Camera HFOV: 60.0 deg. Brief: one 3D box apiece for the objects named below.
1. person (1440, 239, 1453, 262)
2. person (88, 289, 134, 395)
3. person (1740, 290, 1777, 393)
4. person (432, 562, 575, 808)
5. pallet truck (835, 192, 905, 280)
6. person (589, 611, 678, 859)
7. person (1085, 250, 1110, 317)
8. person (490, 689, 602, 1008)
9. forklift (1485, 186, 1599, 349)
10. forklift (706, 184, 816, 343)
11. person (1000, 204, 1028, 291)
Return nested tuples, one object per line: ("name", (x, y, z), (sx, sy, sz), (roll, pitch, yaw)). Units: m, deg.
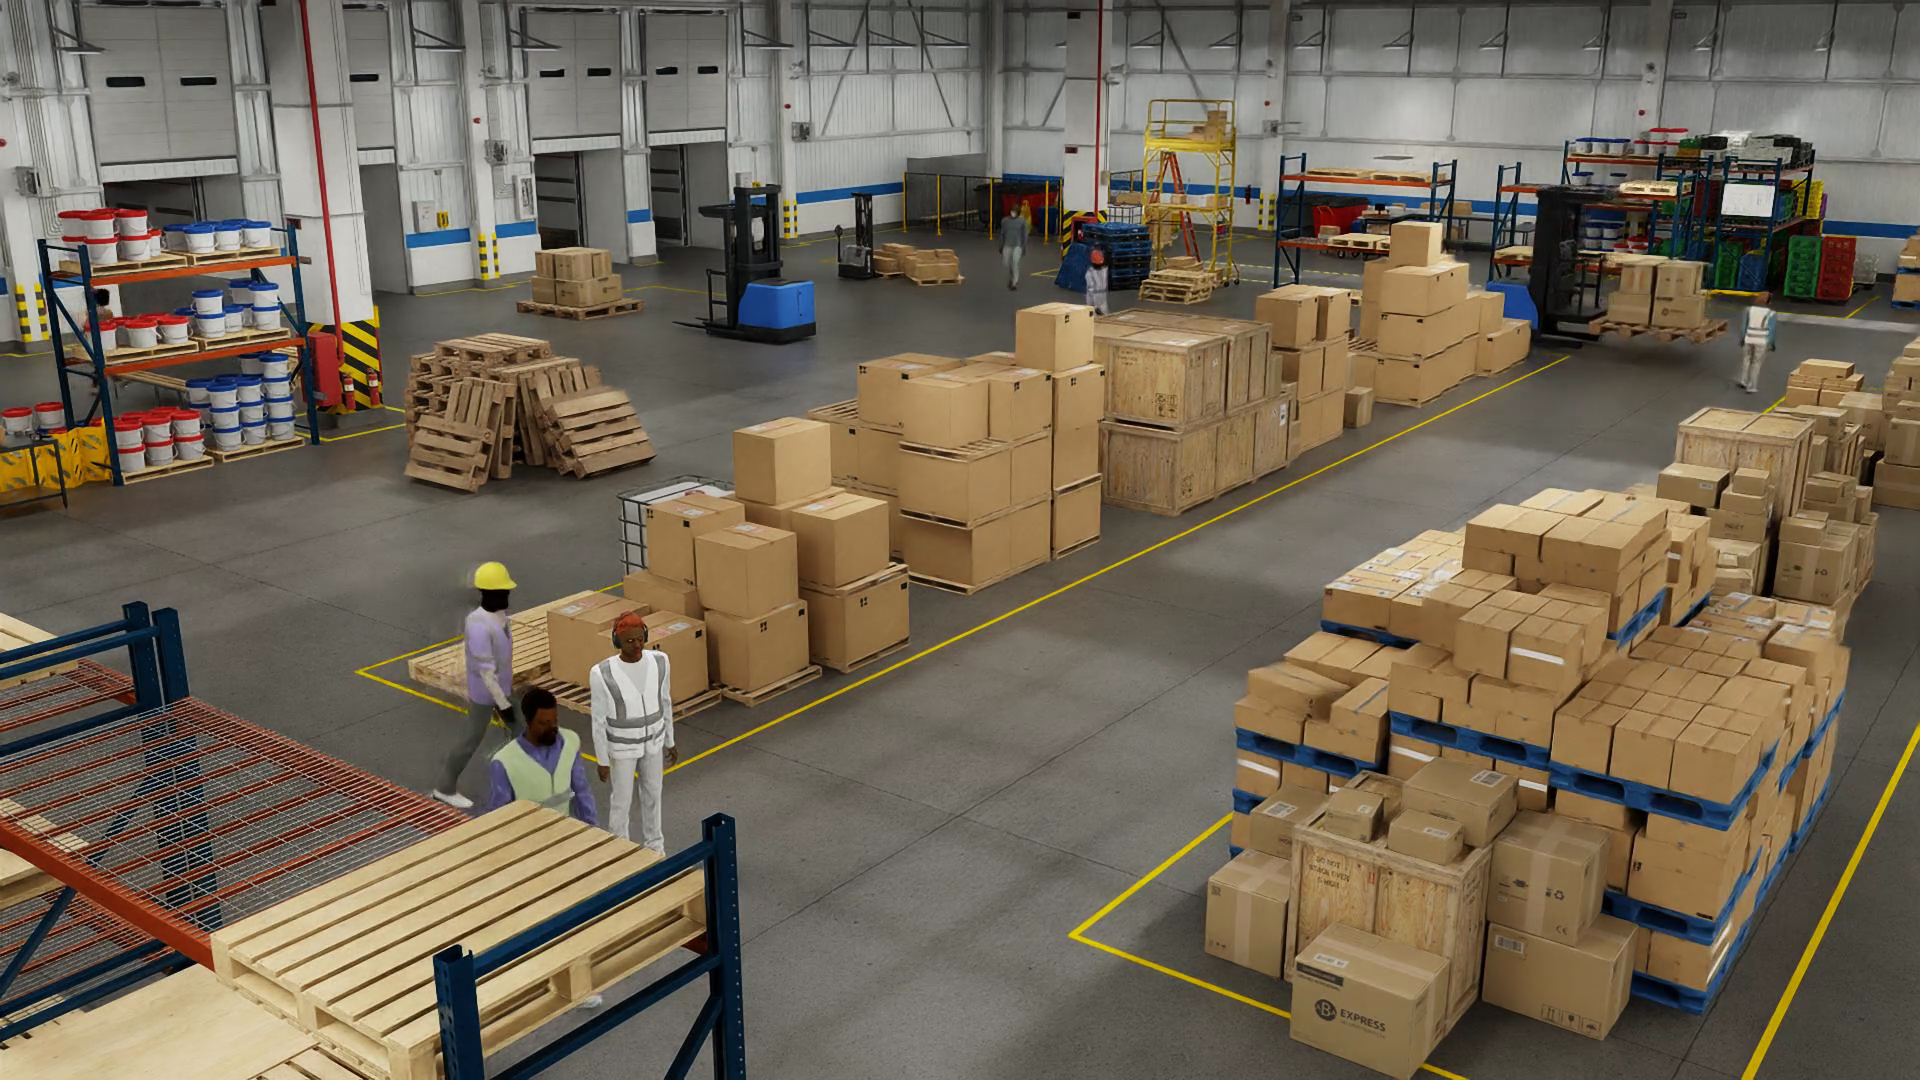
("person", (8.812, -4.614, 30.741), (1.028, 1.879, 0.631), (6, 18, 19))
("person", (-13.476, -3.142, 26.279), (0.542, 1.636, 0.875), (10, 20, 30))
("person", (12.604, -3.121, 26.234), (0.405, 1.624, 0.550), (-11, 20, -32))
("person", (-3.384, 1.056, 12.000), (1.040, 1.876, 0.587), (1, 17, 4))
("pallet truck", (-1.936, -7.159, 38.982), (1.885, 1.965, 0.823), (-12, 21, -34))
("person", (-2.128, 1.372, 10.930), (0.584, 1.882, 0.348), (-13, 21, -38))
("person", (2.472, -4.207, 29.431), (0.607, 1.866, 0.844), (-10, 20, -31))
("person", (-2.311, 1.765, 9.612), (0.869, 1.884, 0.625), (11, 20, 33))
("forklift", (10.728, -5.041, 30.467), (1.873, 2.768, 1.129), (12, 21, 35))
("forklift", (-3.717, -5.181, 30.929), (1.873, 2.768, 1.129), (12, 21, 35))
("person", (1.180, -6.482, 36.861), (0.657, 1.925, 0.437), (6, 18, 18))
